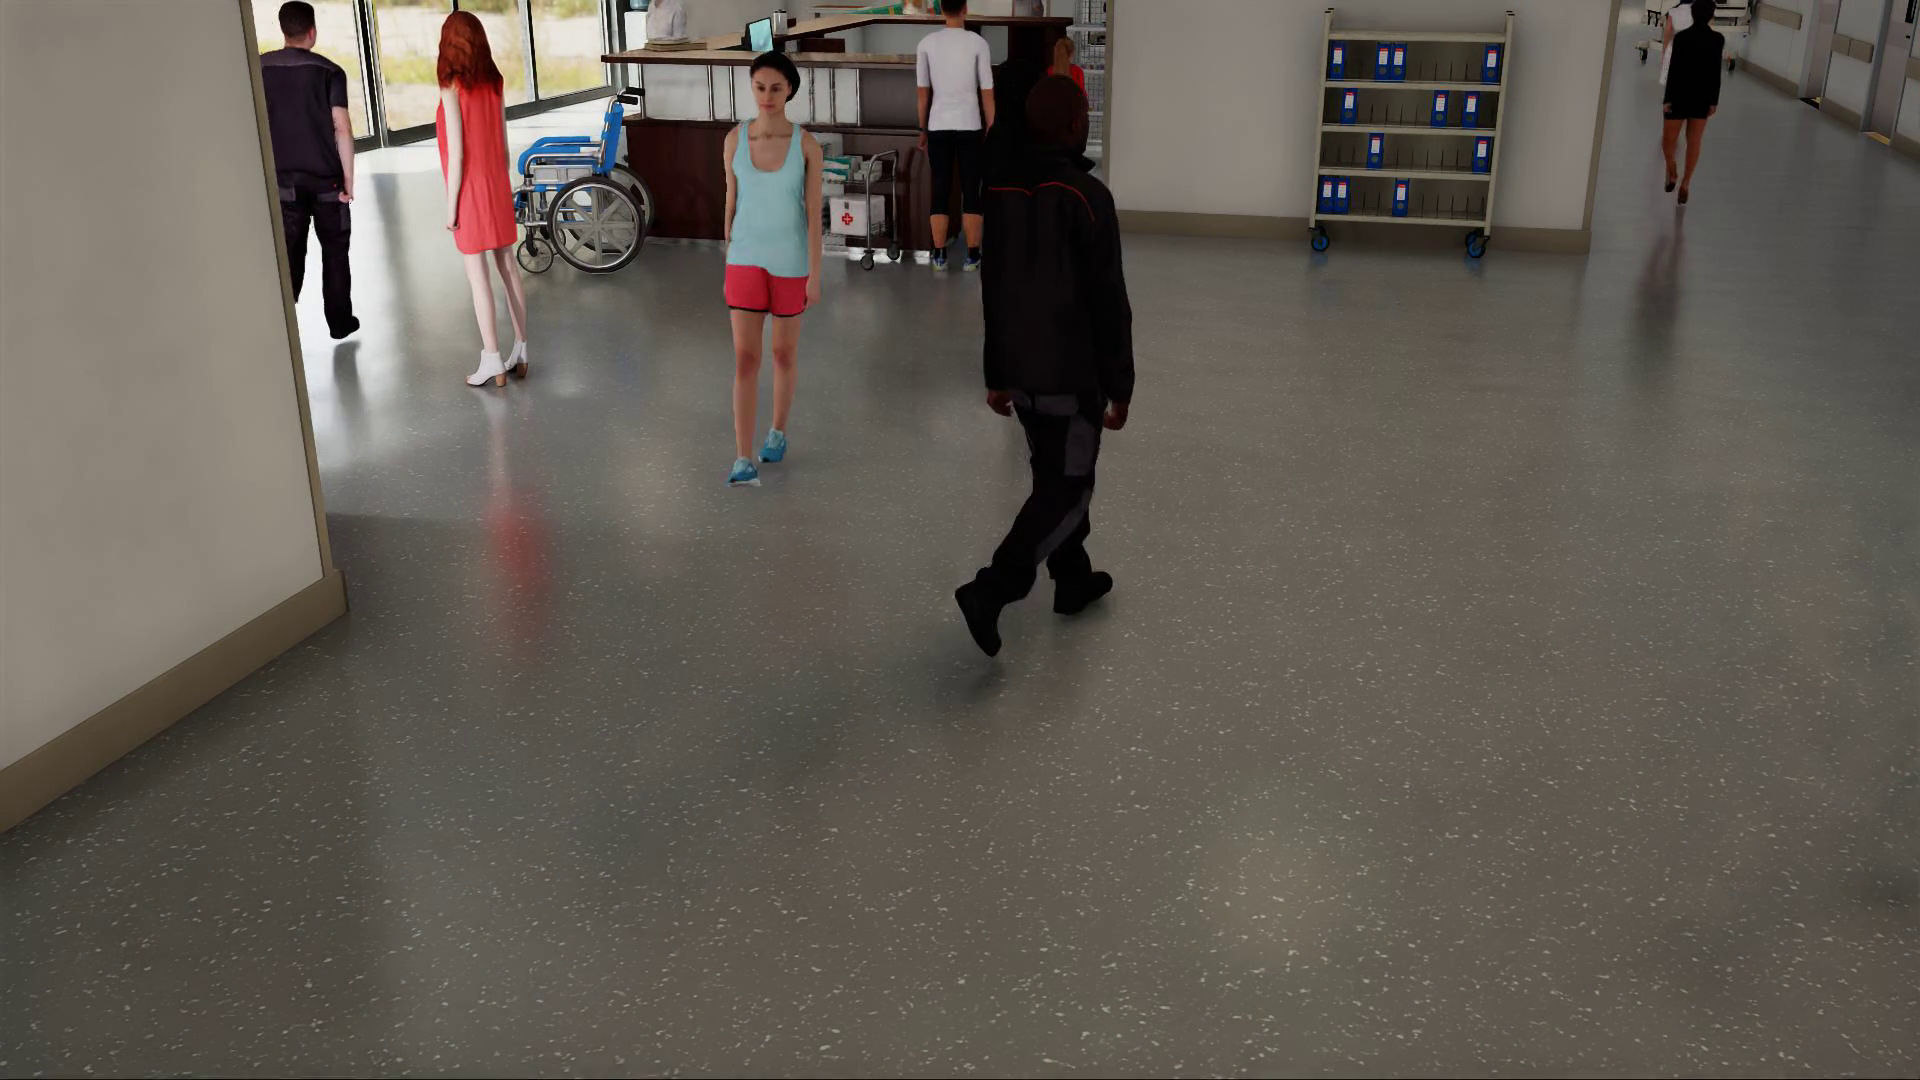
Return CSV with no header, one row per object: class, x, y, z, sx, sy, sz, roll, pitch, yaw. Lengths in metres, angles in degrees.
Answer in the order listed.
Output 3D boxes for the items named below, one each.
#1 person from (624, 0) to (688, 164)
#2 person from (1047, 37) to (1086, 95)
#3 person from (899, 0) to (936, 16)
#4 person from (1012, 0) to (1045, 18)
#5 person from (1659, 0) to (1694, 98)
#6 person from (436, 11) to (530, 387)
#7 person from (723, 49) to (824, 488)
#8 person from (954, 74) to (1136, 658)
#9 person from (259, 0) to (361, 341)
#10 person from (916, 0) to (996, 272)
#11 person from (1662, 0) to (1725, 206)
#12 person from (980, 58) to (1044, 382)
person,-2.641,-4.362,15.415,1.057,1.793,0.954,14,25,32
person,0.875,-3.602,14.143,0.619,1.272,0.575,7,22,18
person,-0.378,-5.253,17.762,1.074,1.796,1.007,18,27,39
person,0.846,-6.525,21.390,0.826,1.606,0.751,-19,28,-40
person,7.940,-5.324,18.306,0.700,1.545,0.642,7,22,18
person,-2.387,-1.688,8.308,0.565,1.827,0.641,10,23,24
person,-0.763,-1.121,6.941,1.049,1.734,0.815,2,21,4
person,0.236,-0.511,5.244,1.204,1.795,1.099,18,27,39
person,-3.526,-1.915,8.917,1.118,1.820,0.999,-1,21,-2
person,-0.033,-2.715,10.985,0.502,1.850,0.751,4,21,10
person,5.872,-3.499,13.371,0.703,1.626,0.654,8,22,19
person,0.339,-1.556,8.263,0.764,1.612,0.743,16,26,37
